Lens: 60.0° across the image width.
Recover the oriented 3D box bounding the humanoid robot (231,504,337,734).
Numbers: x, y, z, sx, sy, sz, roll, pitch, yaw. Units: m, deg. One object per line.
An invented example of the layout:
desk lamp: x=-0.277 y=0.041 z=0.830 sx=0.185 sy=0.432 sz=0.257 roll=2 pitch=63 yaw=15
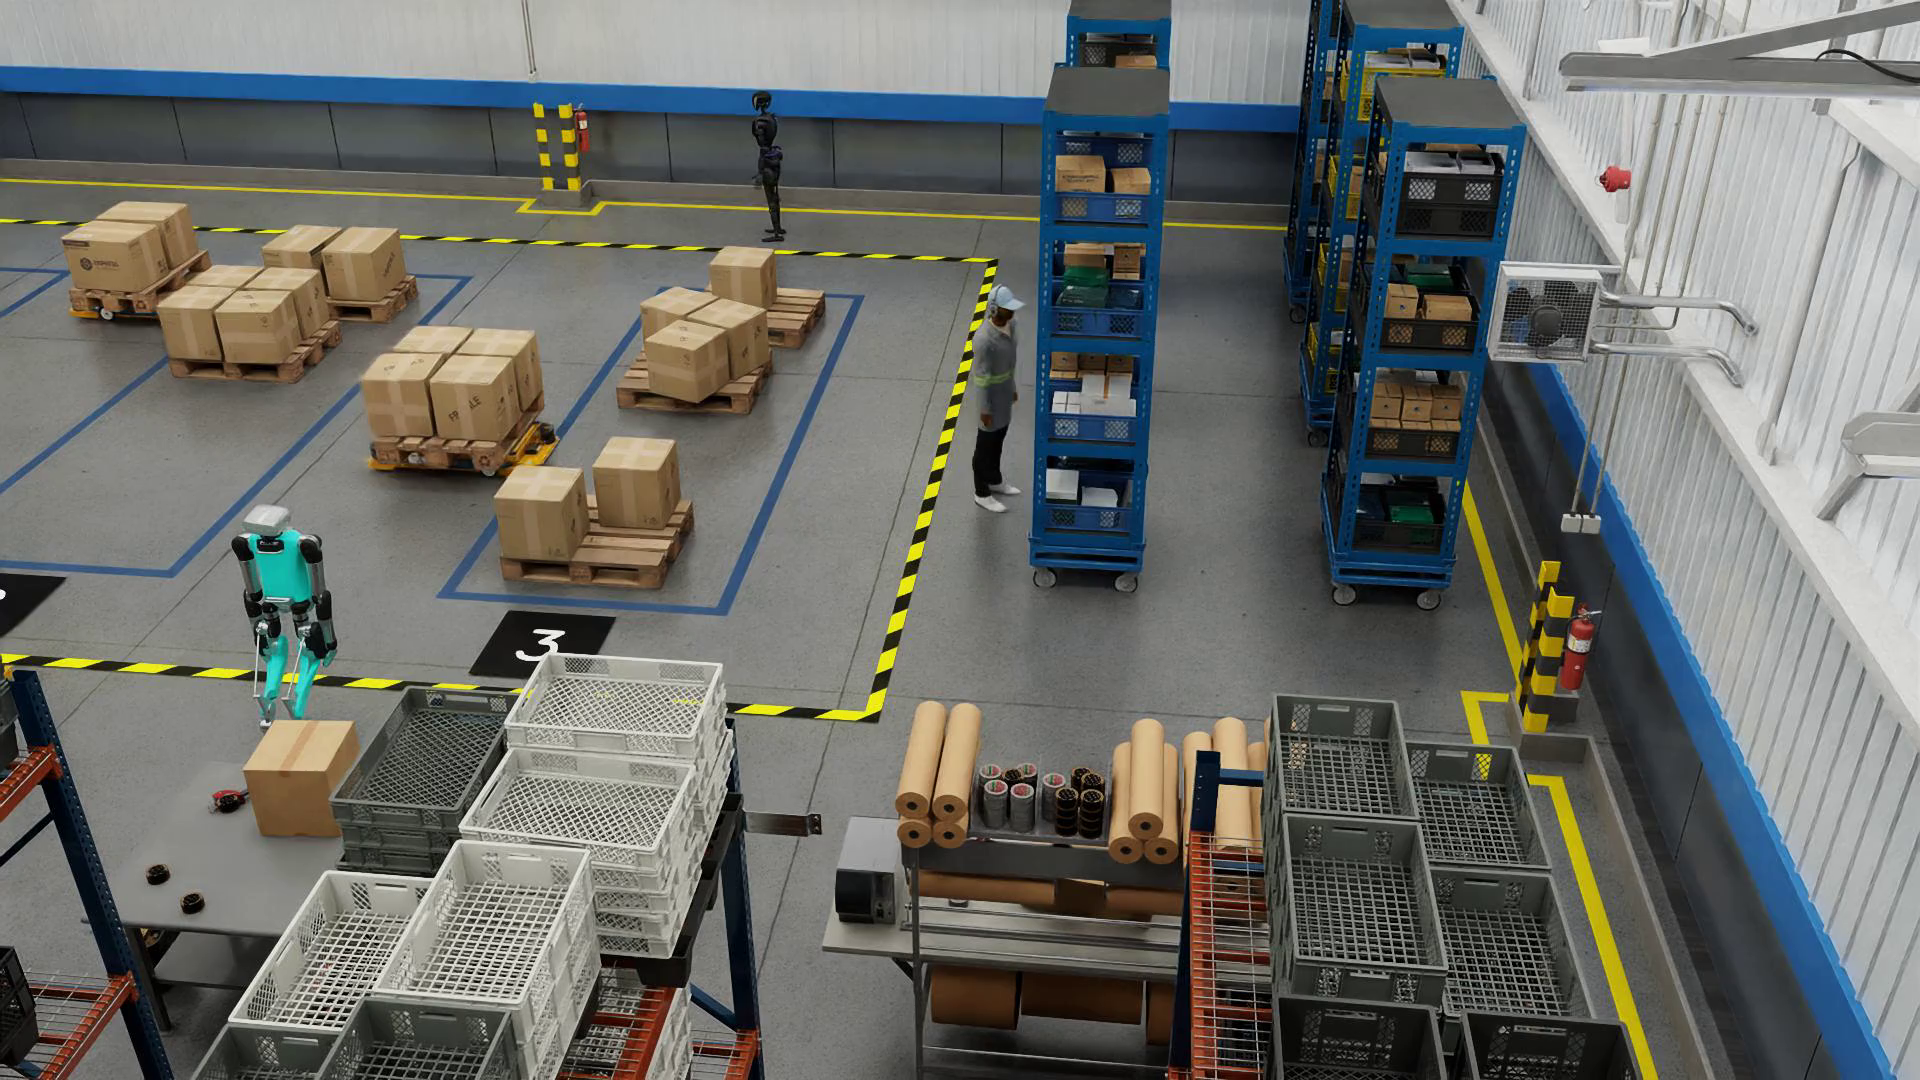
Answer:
humanoid robot: x=-4.067 y=0.661 z=9.945 sx=0.533 sy=1.677 sz=0.735 roll=3 pitch=30 yaw=5

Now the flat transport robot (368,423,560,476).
flat transport robot: x=-4.178 y=-0.800 z=14.019 sx=1.431 sy=0.197 sz=0.652 roll=3 pitch=30 yaw=6

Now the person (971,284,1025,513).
person: x=0.310 y=-1.128 z=13.036 sx=0.391 sy=1.853 sz=0.588 roll=16 pitch=34 yaw=25

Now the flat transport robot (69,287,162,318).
flat transport robot: x=-8.183 y=-2.444 z=16.844 sx=1.431 sy=0.197 sz=0.652 roll=3 pitch=30 yaw=6

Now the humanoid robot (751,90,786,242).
humanoid robot: x=-2.124 y=-4.127 z=18.347 sx=0.315 sy=1.657 sz=0.599 roll=2 pitch=30 yaw=4

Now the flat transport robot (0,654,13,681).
flat transport robot: x=-7.142 y=0.969 z=11.010 sx=1.431 sy=0.231 sz=0.659 roll=3 pitch=30 yaw=6
